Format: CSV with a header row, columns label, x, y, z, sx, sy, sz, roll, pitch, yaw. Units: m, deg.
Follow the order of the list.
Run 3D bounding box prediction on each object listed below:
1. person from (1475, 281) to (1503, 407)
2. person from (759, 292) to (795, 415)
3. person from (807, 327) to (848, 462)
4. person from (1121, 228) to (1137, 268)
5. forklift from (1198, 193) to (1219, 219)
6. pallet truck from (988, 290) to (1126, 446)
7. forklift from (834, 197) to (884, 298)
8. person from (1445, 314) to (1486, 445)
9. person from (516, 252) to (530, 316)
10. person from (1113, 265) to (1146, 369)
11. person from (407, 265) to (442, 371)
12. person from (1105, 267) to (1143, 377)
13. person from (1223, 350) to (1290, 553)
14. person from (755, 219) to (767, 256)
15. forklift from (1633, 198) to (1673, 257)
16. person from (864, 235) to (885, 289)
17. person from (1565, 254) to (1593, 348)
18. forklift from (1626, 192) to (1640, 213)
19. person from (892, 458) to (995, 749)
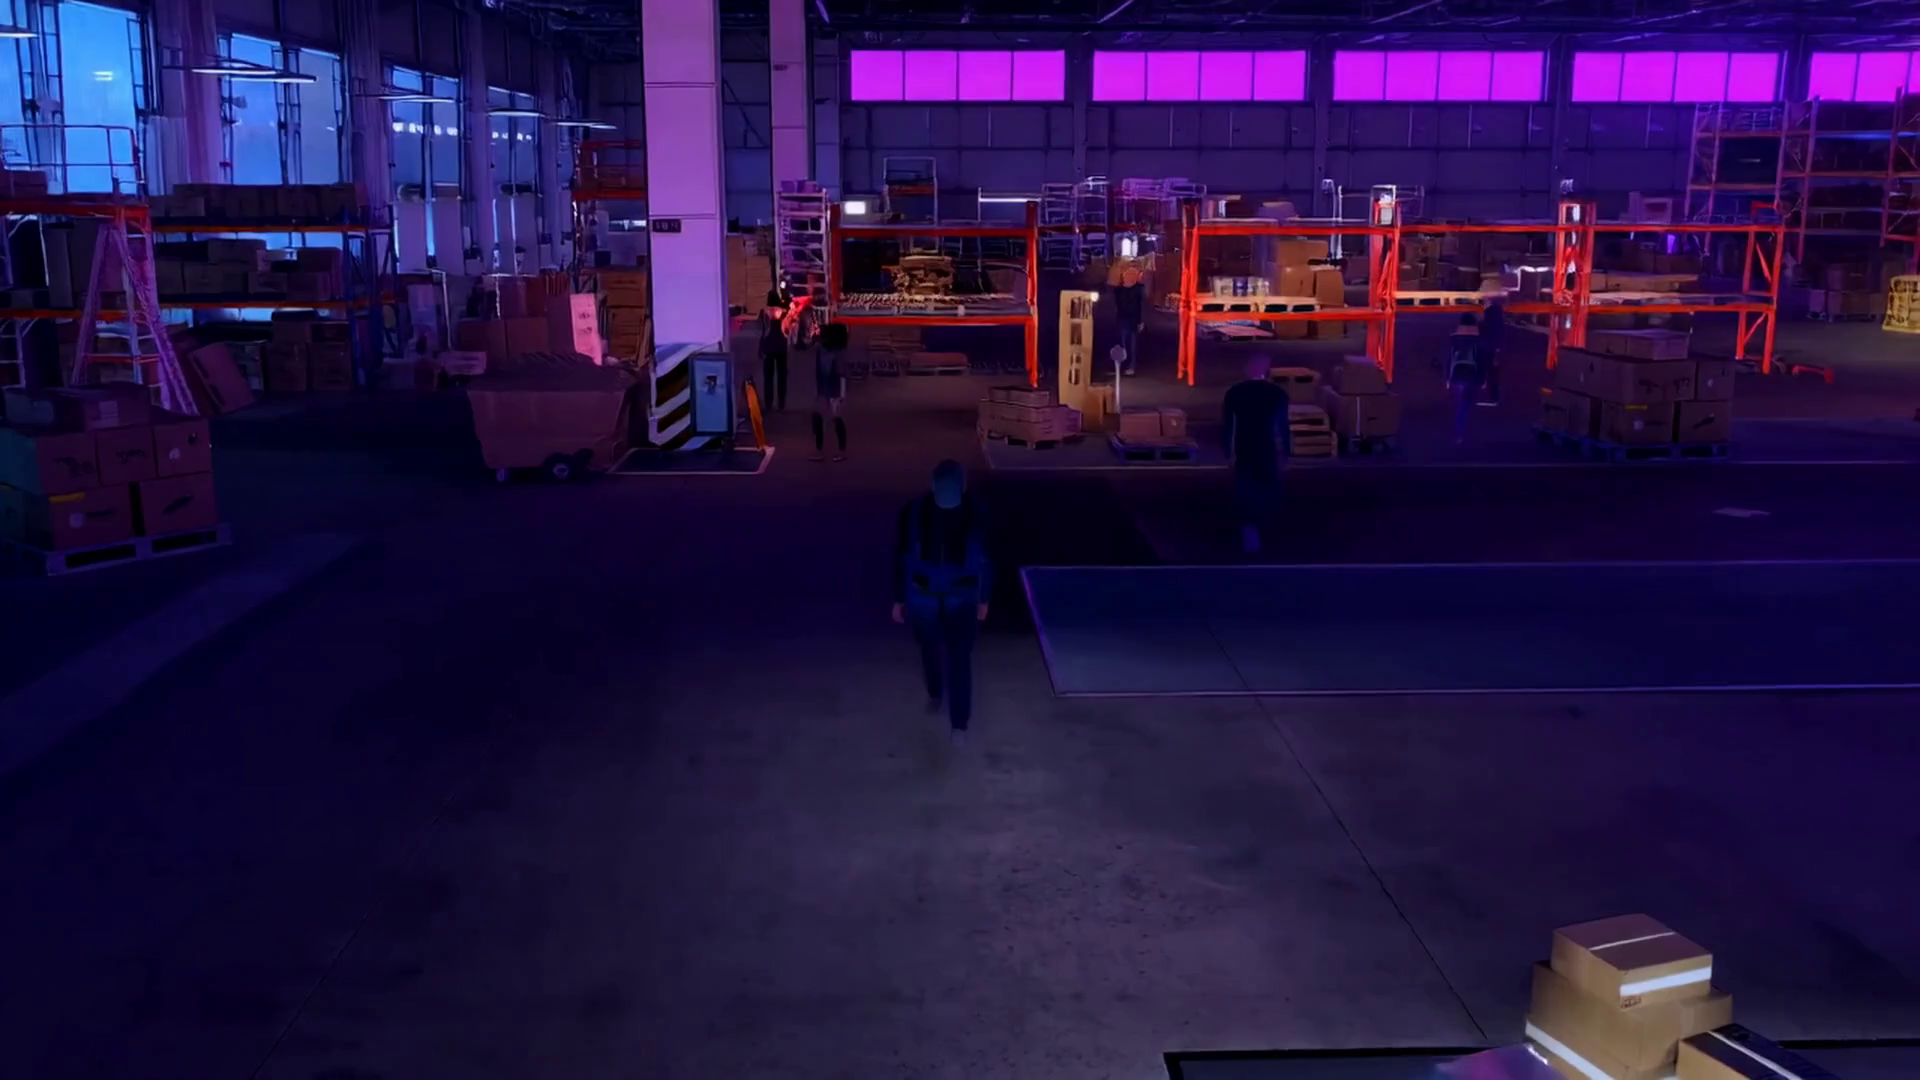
label,x,y,z,sx,sy,sz,roll,pitch,yaw
person,8.019,-2.974,25.328,0.477,1.912,0.599,6,14,25
person,-2.725,-2.792,24.823,0.533,1.789,0.861,-1,13,-6
person,-1.642,-1.772,20.433,0.558,1.672,0.621,10,16,38
person,4.953,-8.127,48.550,0.545,1.942,0.354,11,16,40
forklift,8.430,-10.397,56.665,1.873,2.768,1.129,10,16,38
pallet truck,1.257,-2.299,22.111,1.885,1.965,0.823,-9,15,-35
forklift,-2.975,-8.436,47.812,1.129,2.768,1.873,-4,13,-19
person,6.724,-2.141,22.080,0.493,1.700,0.893,8,15,33
person,-10.707,-6.240,40.749,0.312,1.633,0.521,-7,14,-28
person,3.064,-4.035,30.190,0.660,1.891,0.451,8,15,32
person,-9.402,-3.853,29.267,0.553,1.934,0.364,-1,13,-3
person,2.893,-3.821,29.150,0.686,1.920,0.505,9,15,36
person,2.743,-0.802,15.514,0.642,1.927,0.645,7,15,30
person,-7.084,-10.455,59.197,0.355,1.882,0.576,6,14,25
forklift,19.176,-8.081,46.208,1.129,2.768,1.873,0,12,-2
person,-2.498,-8.179,48.912,0.649,1.883,1.026,2,13,10
person,12.292,-4.725,33.150,0.600,1.959,0.375,-6,14,-26
forklift,24.396,-11.234,60.444,1.873,2.768,1.129,5,14,23
person,-0.103,0.352,10.628,0.637,1.797,0.971,1,13,4
